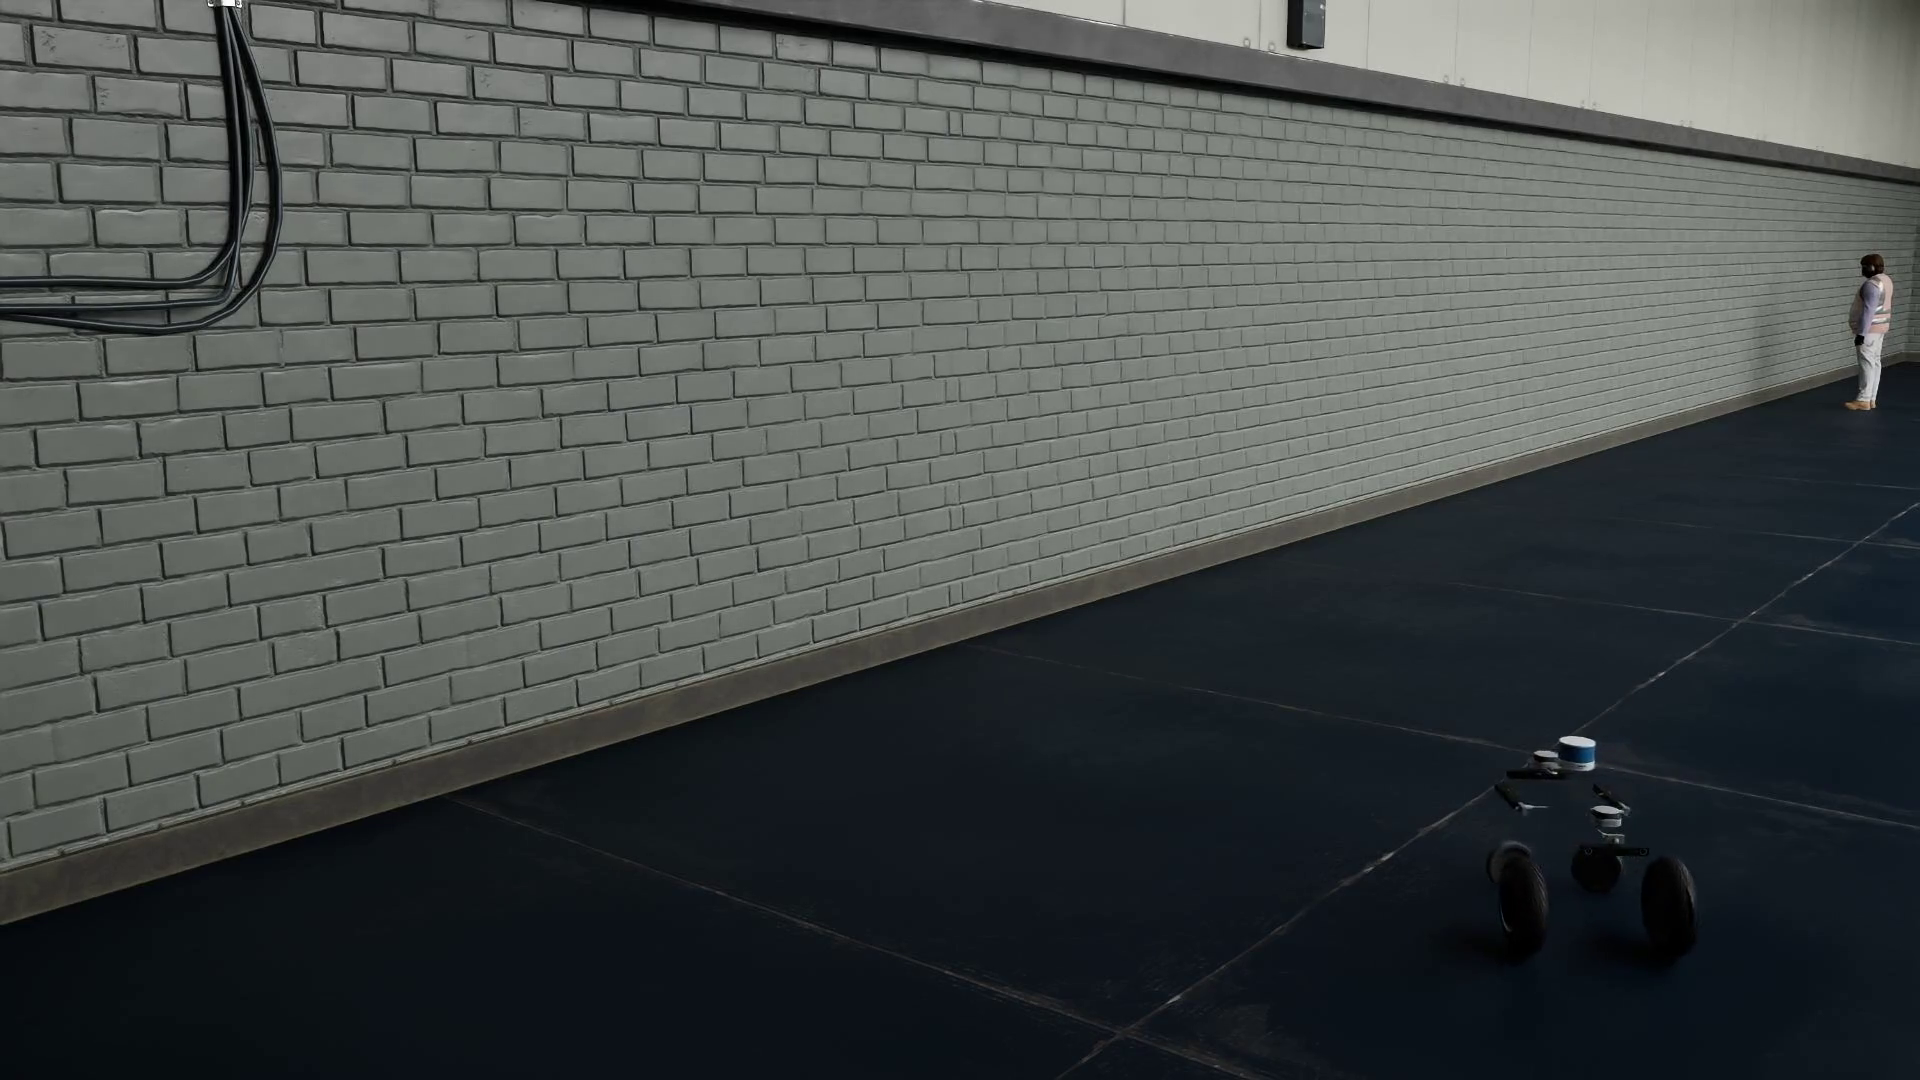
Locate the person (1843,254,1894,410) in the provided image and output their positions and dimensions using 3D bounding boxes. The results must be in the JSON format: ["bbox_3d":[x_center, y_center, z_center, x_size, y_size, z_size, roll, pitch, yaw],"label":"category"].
[{"bbox_3d":[10.809,-2.476,19.804,0.429,1.838,0.622,10,14,43],"label":"person"}]

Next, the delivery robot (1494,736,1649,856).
[{"bbox_3d":[1.810,0.699,4.897,0.335,0.223,0.698,0,10,1],"label":"delivery robot"}]
